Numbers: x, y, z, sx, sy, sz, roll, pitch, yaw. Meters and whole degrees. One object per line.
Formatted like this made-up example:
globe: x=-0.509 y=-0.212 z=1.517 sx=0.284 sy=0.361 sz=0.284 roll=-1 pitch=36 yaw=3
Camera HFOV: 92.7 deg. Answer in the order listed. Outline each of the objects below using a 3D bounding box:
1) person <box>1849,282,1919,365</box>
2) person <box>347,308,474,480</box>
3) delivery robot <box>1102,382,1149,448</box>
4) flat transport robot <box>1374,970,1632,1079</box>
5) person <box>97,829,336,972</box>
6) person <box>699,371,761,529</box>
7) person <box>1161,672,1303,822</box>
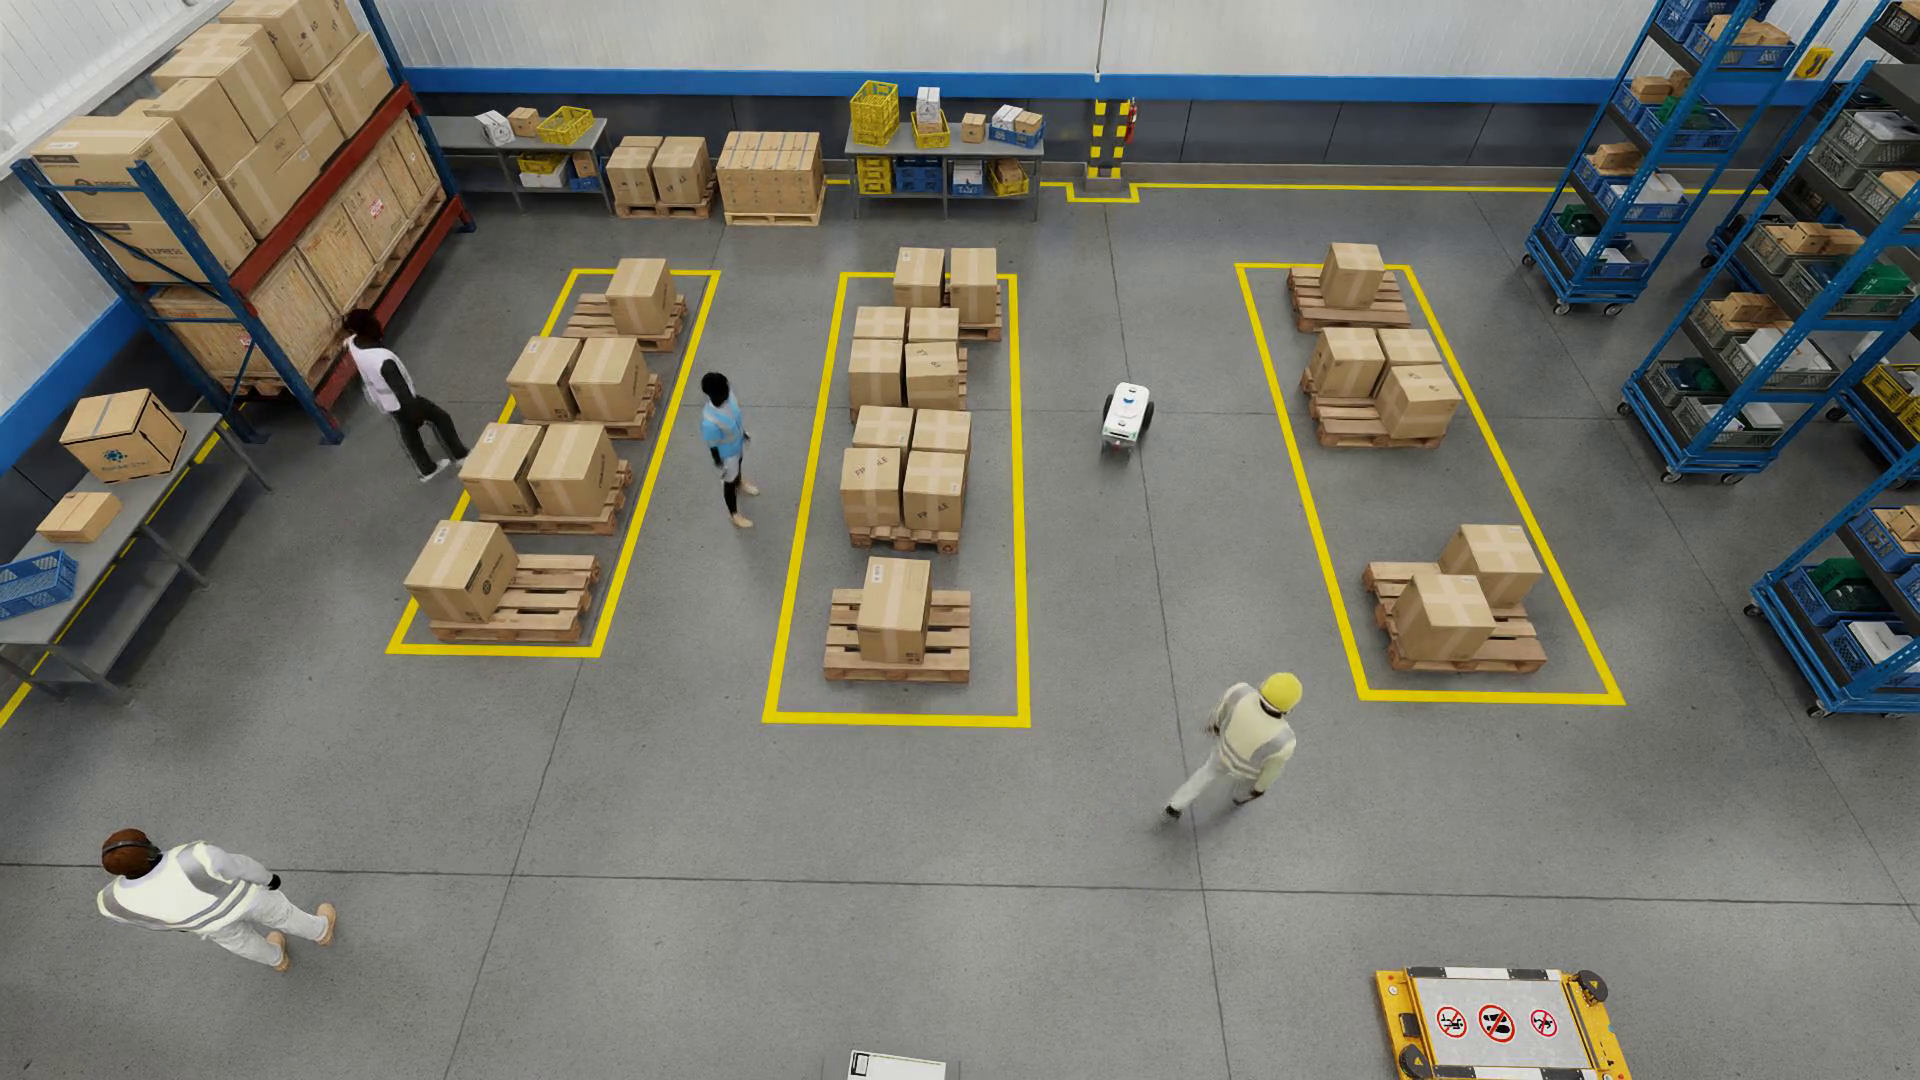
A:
person: x=10.175 y=-2.539 z=9.660 sx=0.511 sy=1.640 sz=0.309 roll=-10 pitch=52 yaw=-8
person: x=-5.124 y=-1.402 z=8.573 sx=0.603 sy=1.895 sz=0.759 roll=26 pitch=56 yaw=20
delivery robot: x=1.679 y=-1.273 z=9.265 sx=0.477 sy=0.478 sz=0.707 roll=14 pitch=52 yaw=11
flat transport robot: x=3.501 y=3.133 z=5.914 sx=1.431 sy=0.197 sz=0.652 roll=1 pitch=51 yaw=1
person: x=-4.570 y=2.217 z=5.654 sx=0.627 sy=1.844 sz=0.429 roll=-27 pitch=56 yaw=-20
person: x=-2.086 y=-0.860 z=8.261 sx=0.325 sy=1.693 sz=0.547 roll=9 pitch=51 yaw=7
person: x=1.900 y=1.473 z=6.289 sx=0.836 sy=1.803 sz=0.601 roll=-25 pitch=55 yaw=-19
